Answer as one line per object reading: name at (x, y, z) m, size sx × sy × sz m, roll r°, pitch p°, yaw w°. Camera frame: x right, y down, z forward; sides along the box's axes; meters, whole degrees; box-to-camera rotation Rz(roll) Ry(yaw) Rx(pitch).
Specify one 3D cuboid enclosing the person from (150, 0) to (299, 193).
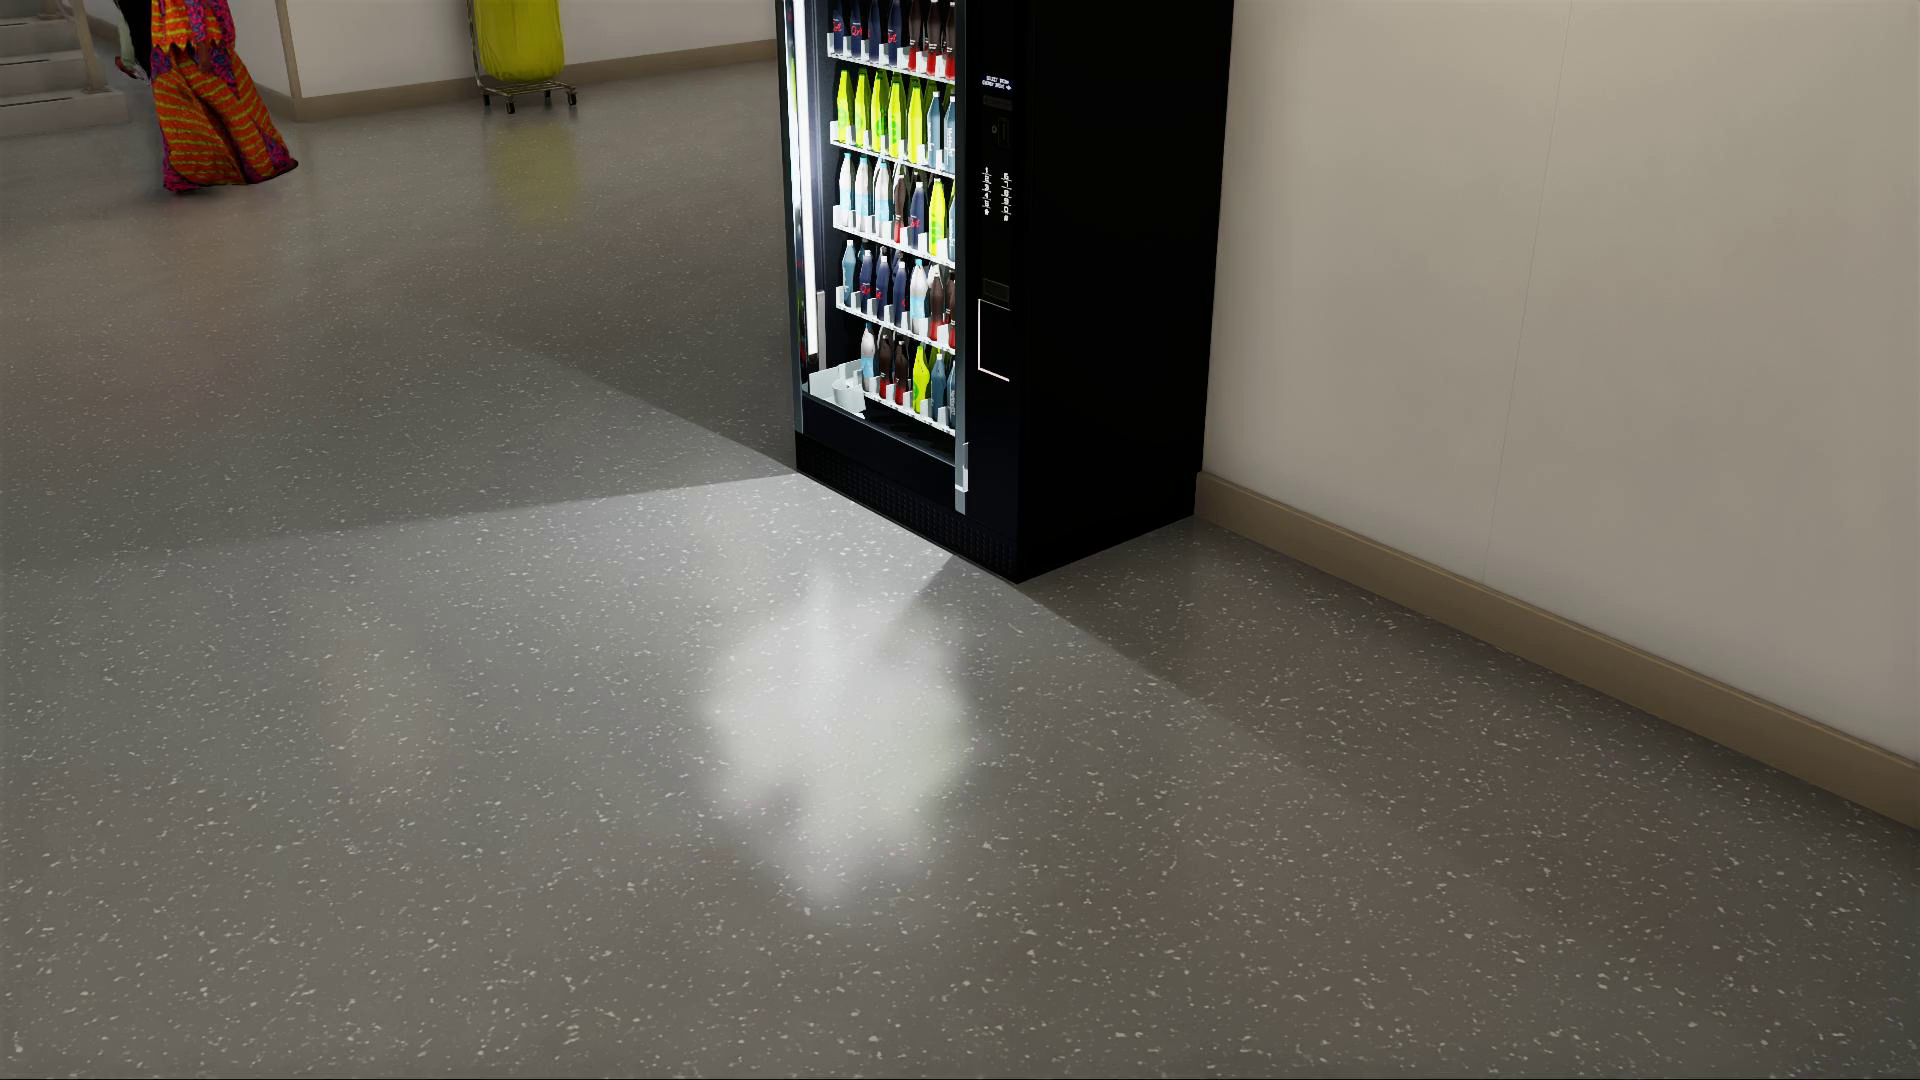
person at (-4.447, -2.823, 9.491) m, size 0.969 × 1.669 × 0.795 m, roll 21°, pitch 33°, yaw 36°
